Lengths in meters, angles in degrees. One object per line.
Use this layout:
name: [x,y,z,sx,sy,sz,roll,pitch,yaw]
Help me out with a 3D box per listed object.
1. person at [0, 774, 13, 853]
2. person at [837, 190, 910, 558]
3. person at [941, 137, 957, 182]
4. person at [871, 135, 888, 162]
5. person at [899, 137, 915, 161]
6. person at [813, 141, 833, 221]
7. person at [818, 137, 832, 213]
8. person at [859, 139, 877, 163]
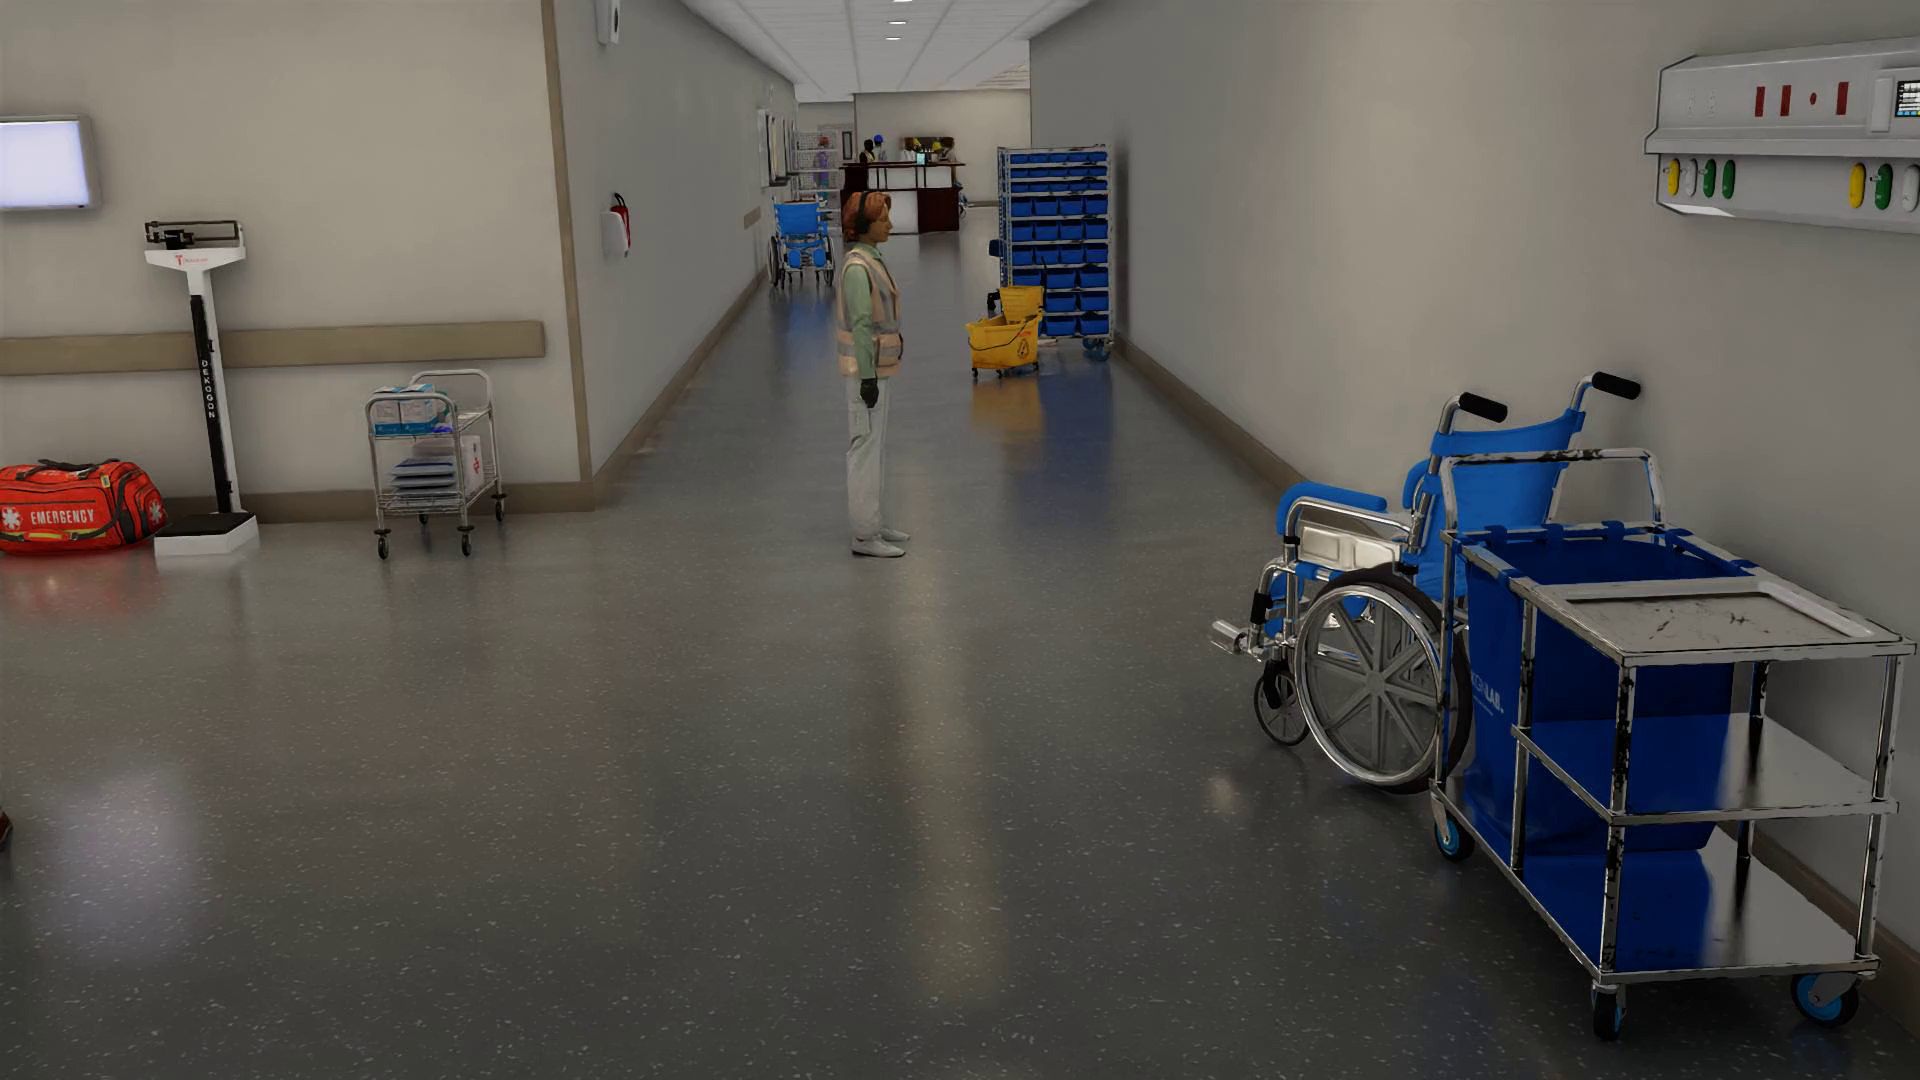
person: [-2.866,-0.049,4.340,0.632,1.939,0.368,-13,18,-40]
person: [-0.403,-0.747,7.541,0.306,1.639,0.524,-1,14,4]
person: [-0.241,-8.494,38.925,0.330,1.844,0.520,-11,16,-34]
person: [-2.072,-9.370,42.533,0.617,1.944,0.397,8,17,35]
person: [-1.183,-8.374,38.500,0.404,1.872,0.615,8,17,35]
person: [-3.236,-8.397,38.916,0.382,1.835,0.571,3,15,20]
person: [-3.474,-9.379,42.761,0.377,1.932,0.552,-3,14,-4]
person: [-2.214,-8.934,40.981,0.429,1.844,0.623,4,15,23]
